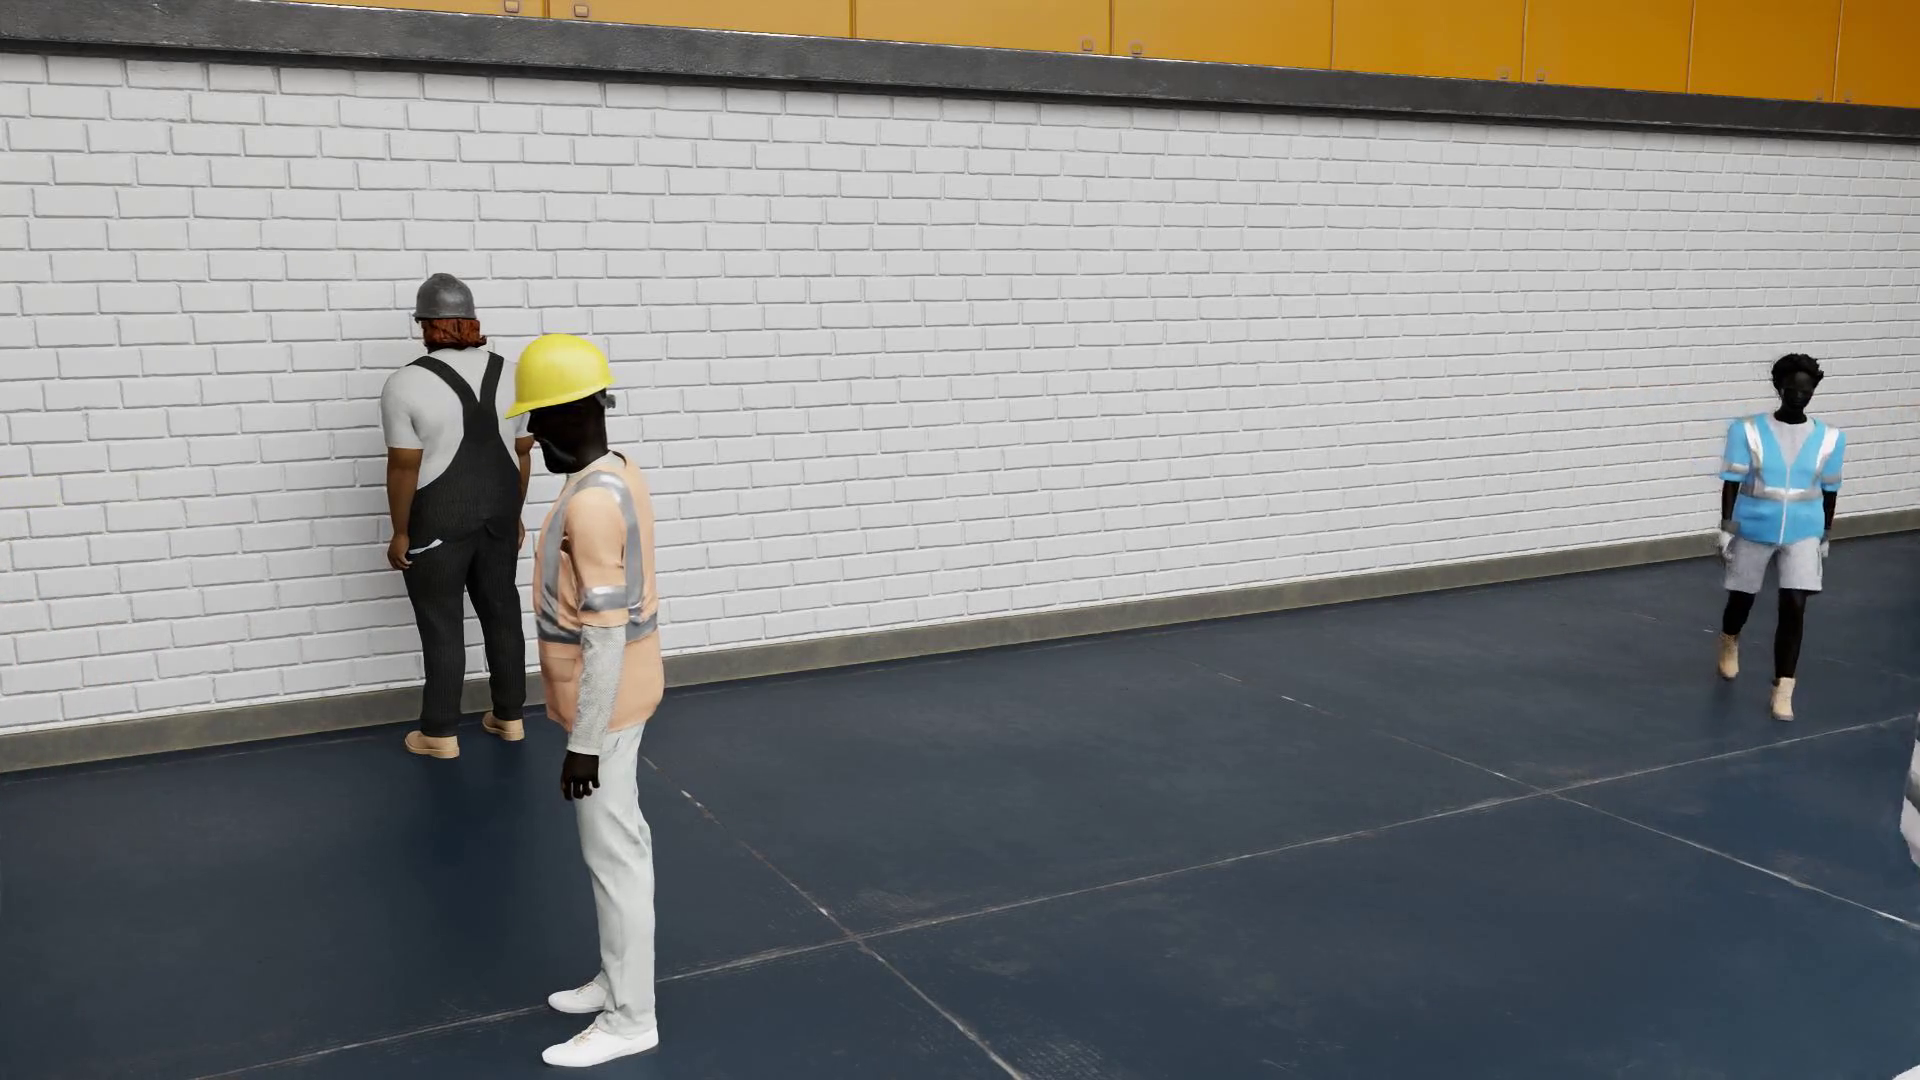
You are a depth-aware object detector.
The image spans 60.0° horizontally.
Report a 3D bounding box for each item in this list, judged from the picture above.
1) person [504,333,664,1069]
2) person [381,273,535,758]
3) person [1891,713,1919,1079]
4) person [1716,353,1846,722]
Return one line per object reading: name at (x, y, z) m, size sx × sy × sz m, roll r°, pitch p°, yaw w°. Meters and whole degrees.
person at (-0.969, 0.421, 4.371) m, size 0.377 × 1.918 × 0.585 m, roll -1°, pitch 10°, yaw -9°
person at (-2.163, -0.108, 7.067) m, size 0.538 × 2.000 × 0.684 m, roll 9°, pitch 13°, yaw 41°
person at (2.011, 0.632, 3.334) m, size 0.615 × 1.868 × 0.583 m, roll 2°, pitch 10°, yaw 13°
person at (3.804, -0.050, 7.778) m, size 0.542 × 1.674 × 0.742 m, roll 3°, pitch 10°, yaw 15°
